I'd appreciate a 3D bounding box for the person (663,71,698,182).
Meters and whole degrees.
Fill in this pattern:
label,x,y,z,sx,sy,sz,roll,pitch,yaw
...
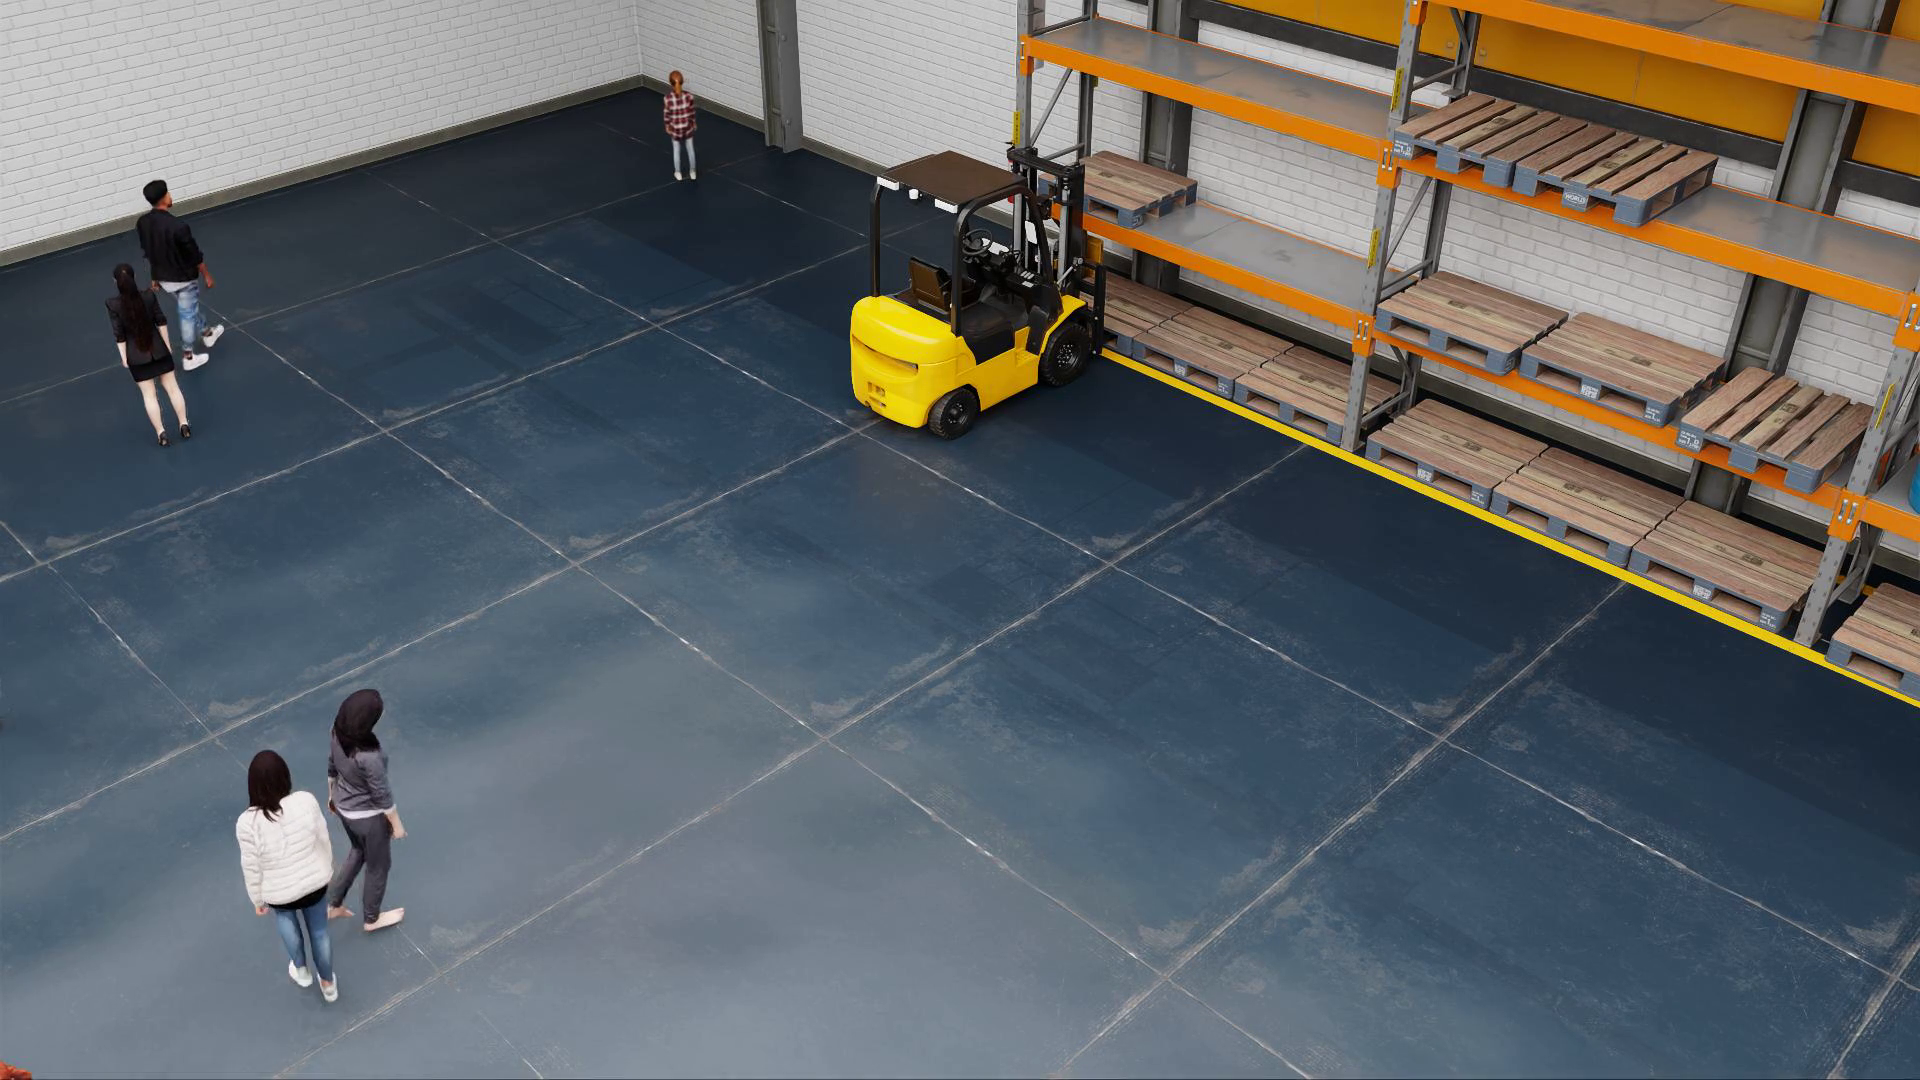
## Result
label,x,y,z,sx,sy,sz,roll,pitch,yaw
person,-3.291,-4.905,19.676,0.625,1.307,0.663,-8,34,-12

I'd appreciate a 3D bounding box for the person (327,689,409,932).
label,x,y,z,sx,sy,sz,roll,pitch,yaw
person,-3.447,1.592,9.526,0.713,1.724,0.728,19,38,26

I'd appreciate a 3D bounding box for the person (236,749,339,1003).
label,x,y,z,sx,sy,sz,roll,pitch,yaw
person,-3.655,1.907,9.154,0.710,1.611,0.717,-20,38,-27

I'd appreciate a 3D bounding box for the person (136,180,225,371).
label,x,y,z,sx,sy,sz,roll,pitch,yaw
person,-7.374,-2.433,15.525,1.042,1.785,1.005,11,35,16

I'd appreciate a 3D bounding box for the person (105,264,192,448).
label,x,y,z,sx,sy,sz,roll,pitch,yaw
person,-6.995,-1.597,14.347,0.611,1.698,0.540,-25,41,-32
